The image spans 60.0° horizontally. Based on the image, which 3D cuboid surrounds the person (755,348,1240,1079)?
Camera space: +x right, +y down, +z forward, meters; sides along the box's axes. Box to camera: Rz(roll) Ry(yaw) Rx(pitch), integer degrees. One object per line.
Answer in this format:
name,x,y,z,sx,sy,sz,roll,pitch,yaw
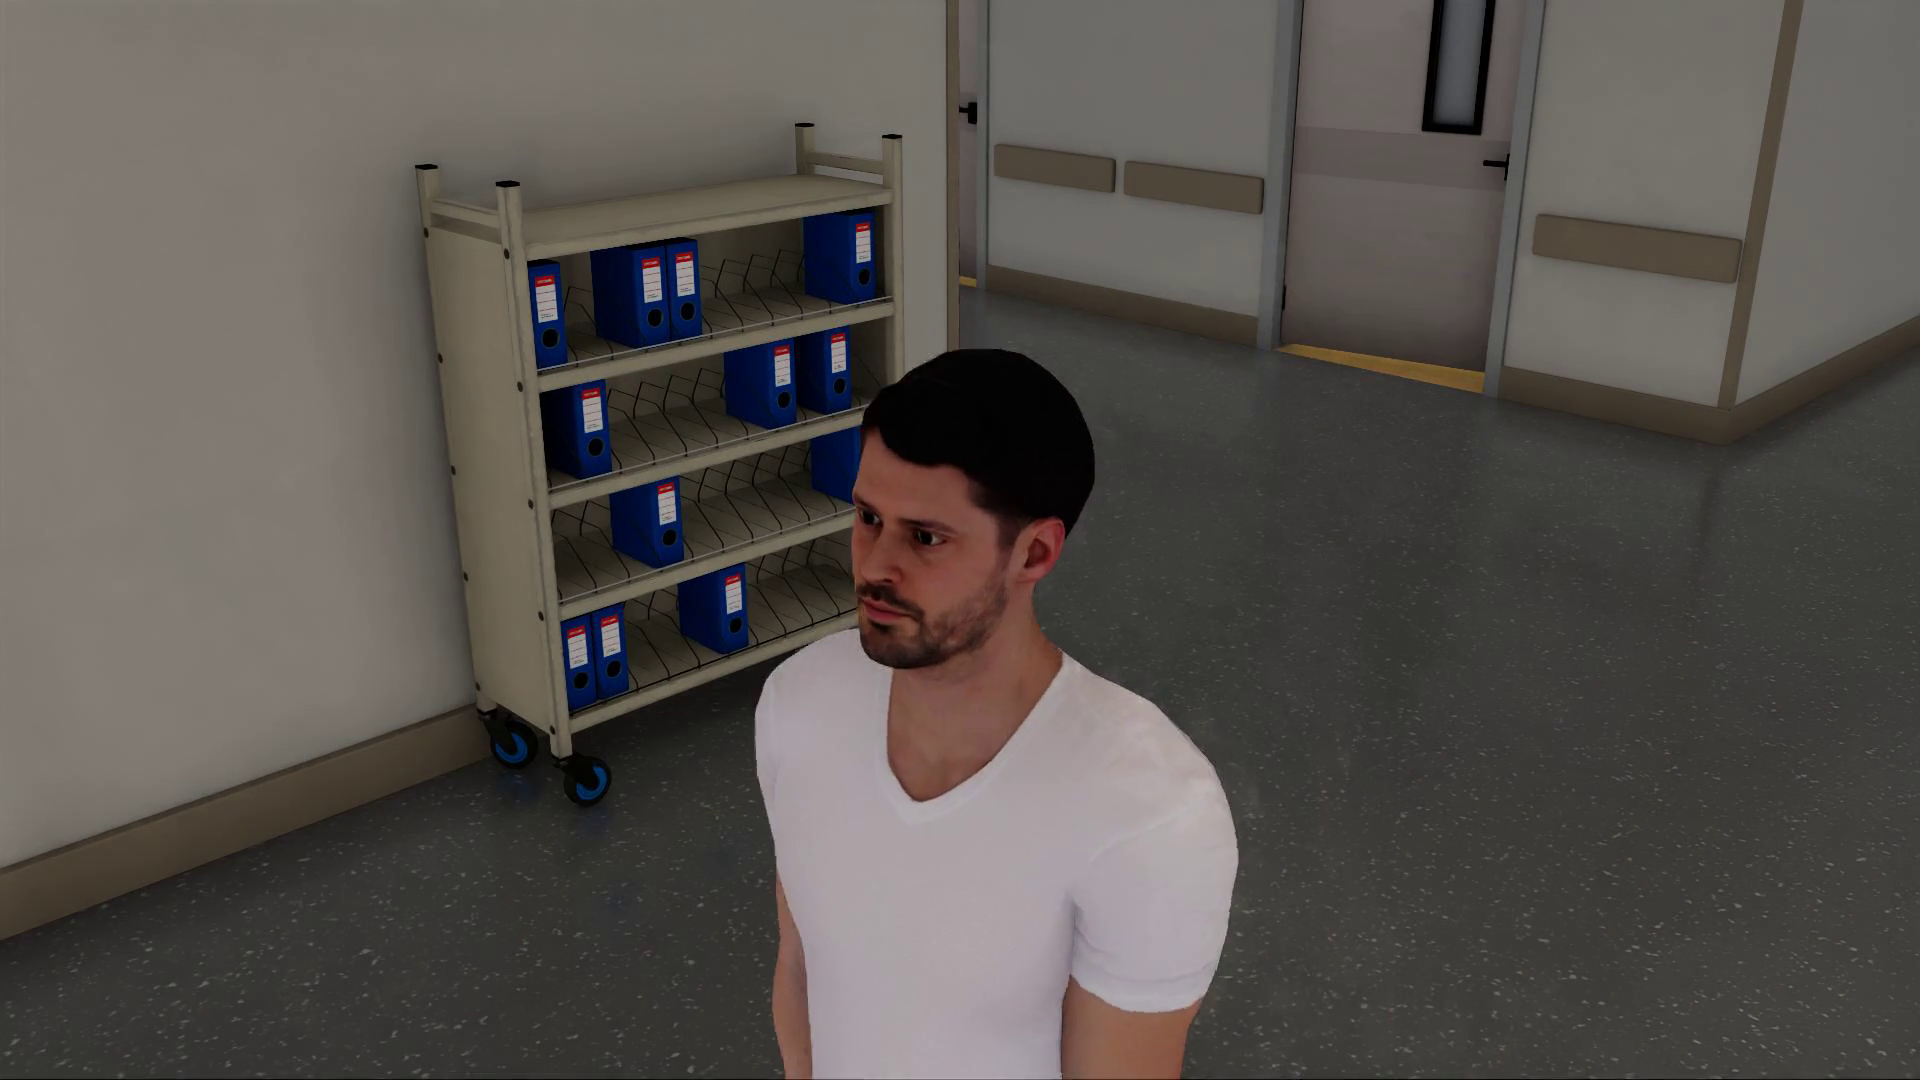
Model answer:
person,0.071,0.708,1.738,0.715,1.873,0.908,16,26,37
